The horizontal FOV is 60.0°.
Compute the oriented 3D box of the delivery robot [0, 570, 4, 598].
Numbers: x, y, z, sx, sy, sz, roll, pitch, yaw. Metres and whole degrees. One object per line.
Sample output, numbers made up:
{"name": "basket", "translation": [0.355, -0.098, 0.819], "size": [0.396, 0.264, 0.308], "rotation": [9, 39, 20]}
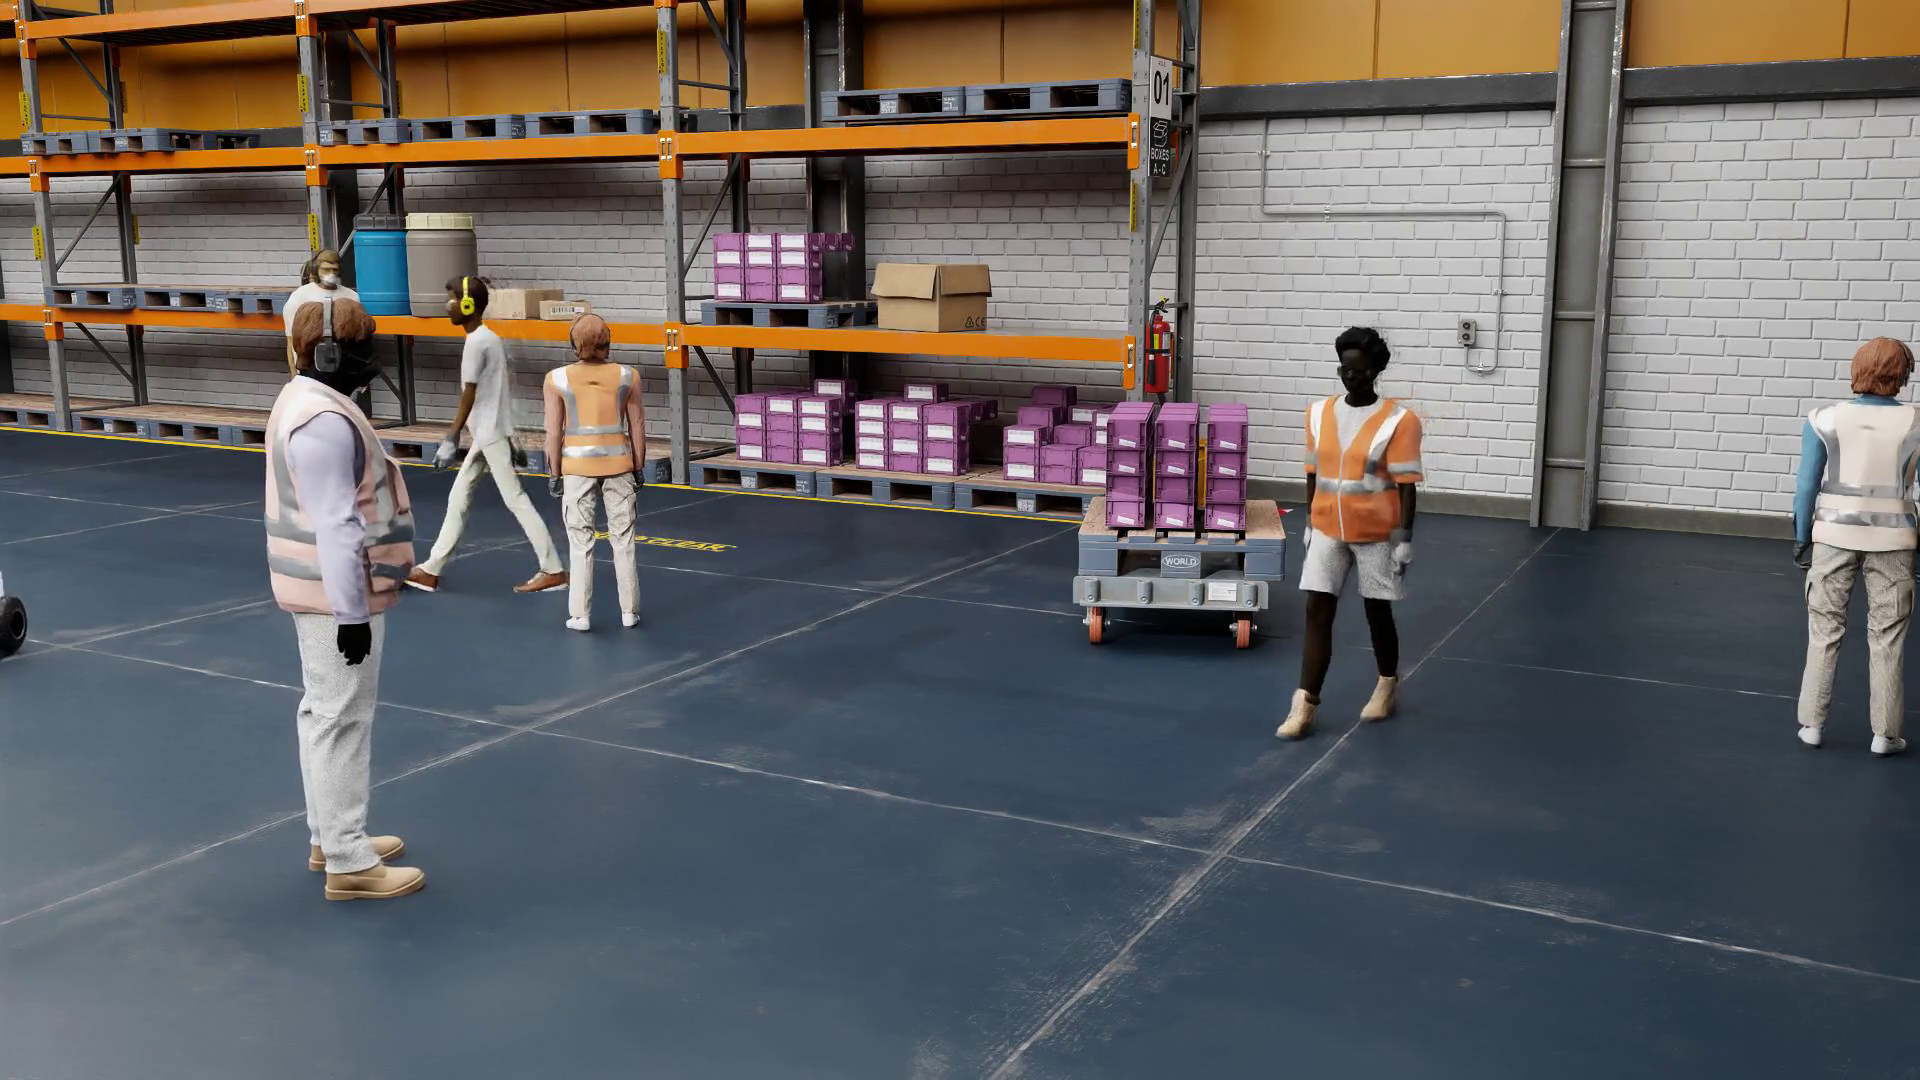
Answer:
{"name": "delivery robot", "translation": [-4.825, 0.284, 7.836], "size": [0.477, 0.478, 0.707], "rotation": [-1, 10, -6]}

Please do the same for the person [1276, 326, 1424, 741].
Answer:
{"name": "person", "translation": [1.604, -0.033, 6.772], "size": [0.545, 1.669, 0.716], "rotation": [8, 13, 39]}

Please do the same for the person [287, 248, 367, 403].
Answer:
{"name": "person", "translation": [-4.910, -1.298, 12.989], "size": [0.379, 1.933, 0.629], "rotation": [7, 12, 32]}

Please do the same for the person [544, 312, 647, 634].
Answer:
{"name": "person", "translation": [-1.858, -0.338, 8.516], "size": [0.514, 1.645, 0.309], "rotation": [-4, 11, -21]}

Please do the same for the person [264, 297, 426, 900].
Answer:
{"name": "person", "translation": [-1.902, 0.177, 5.149], "size": [0.430, 1.843, 0.626], "rotation": [-5, 11, -25]}

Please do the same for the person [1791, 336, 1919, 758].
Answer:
{"name": "person", "translation": [3.536, 0.030, 6.508], "size": [0.523, 1.638, 0.310], "rotation": [7, 12, 32]}

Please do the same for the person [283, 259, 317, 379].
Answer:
{"name": "person", "translation": [-5.033, -1.272, 13.081], "size": [0.345, 1.847, 0.508], "rotation": [6, 12, 31]}

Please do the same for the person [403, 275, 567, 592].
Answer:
{"name": "person", "translation": [-2.734, -0.575, 9.381], "size": [1.019, 1.805, 0.496], "rotation": [-3, 11, -14]}
